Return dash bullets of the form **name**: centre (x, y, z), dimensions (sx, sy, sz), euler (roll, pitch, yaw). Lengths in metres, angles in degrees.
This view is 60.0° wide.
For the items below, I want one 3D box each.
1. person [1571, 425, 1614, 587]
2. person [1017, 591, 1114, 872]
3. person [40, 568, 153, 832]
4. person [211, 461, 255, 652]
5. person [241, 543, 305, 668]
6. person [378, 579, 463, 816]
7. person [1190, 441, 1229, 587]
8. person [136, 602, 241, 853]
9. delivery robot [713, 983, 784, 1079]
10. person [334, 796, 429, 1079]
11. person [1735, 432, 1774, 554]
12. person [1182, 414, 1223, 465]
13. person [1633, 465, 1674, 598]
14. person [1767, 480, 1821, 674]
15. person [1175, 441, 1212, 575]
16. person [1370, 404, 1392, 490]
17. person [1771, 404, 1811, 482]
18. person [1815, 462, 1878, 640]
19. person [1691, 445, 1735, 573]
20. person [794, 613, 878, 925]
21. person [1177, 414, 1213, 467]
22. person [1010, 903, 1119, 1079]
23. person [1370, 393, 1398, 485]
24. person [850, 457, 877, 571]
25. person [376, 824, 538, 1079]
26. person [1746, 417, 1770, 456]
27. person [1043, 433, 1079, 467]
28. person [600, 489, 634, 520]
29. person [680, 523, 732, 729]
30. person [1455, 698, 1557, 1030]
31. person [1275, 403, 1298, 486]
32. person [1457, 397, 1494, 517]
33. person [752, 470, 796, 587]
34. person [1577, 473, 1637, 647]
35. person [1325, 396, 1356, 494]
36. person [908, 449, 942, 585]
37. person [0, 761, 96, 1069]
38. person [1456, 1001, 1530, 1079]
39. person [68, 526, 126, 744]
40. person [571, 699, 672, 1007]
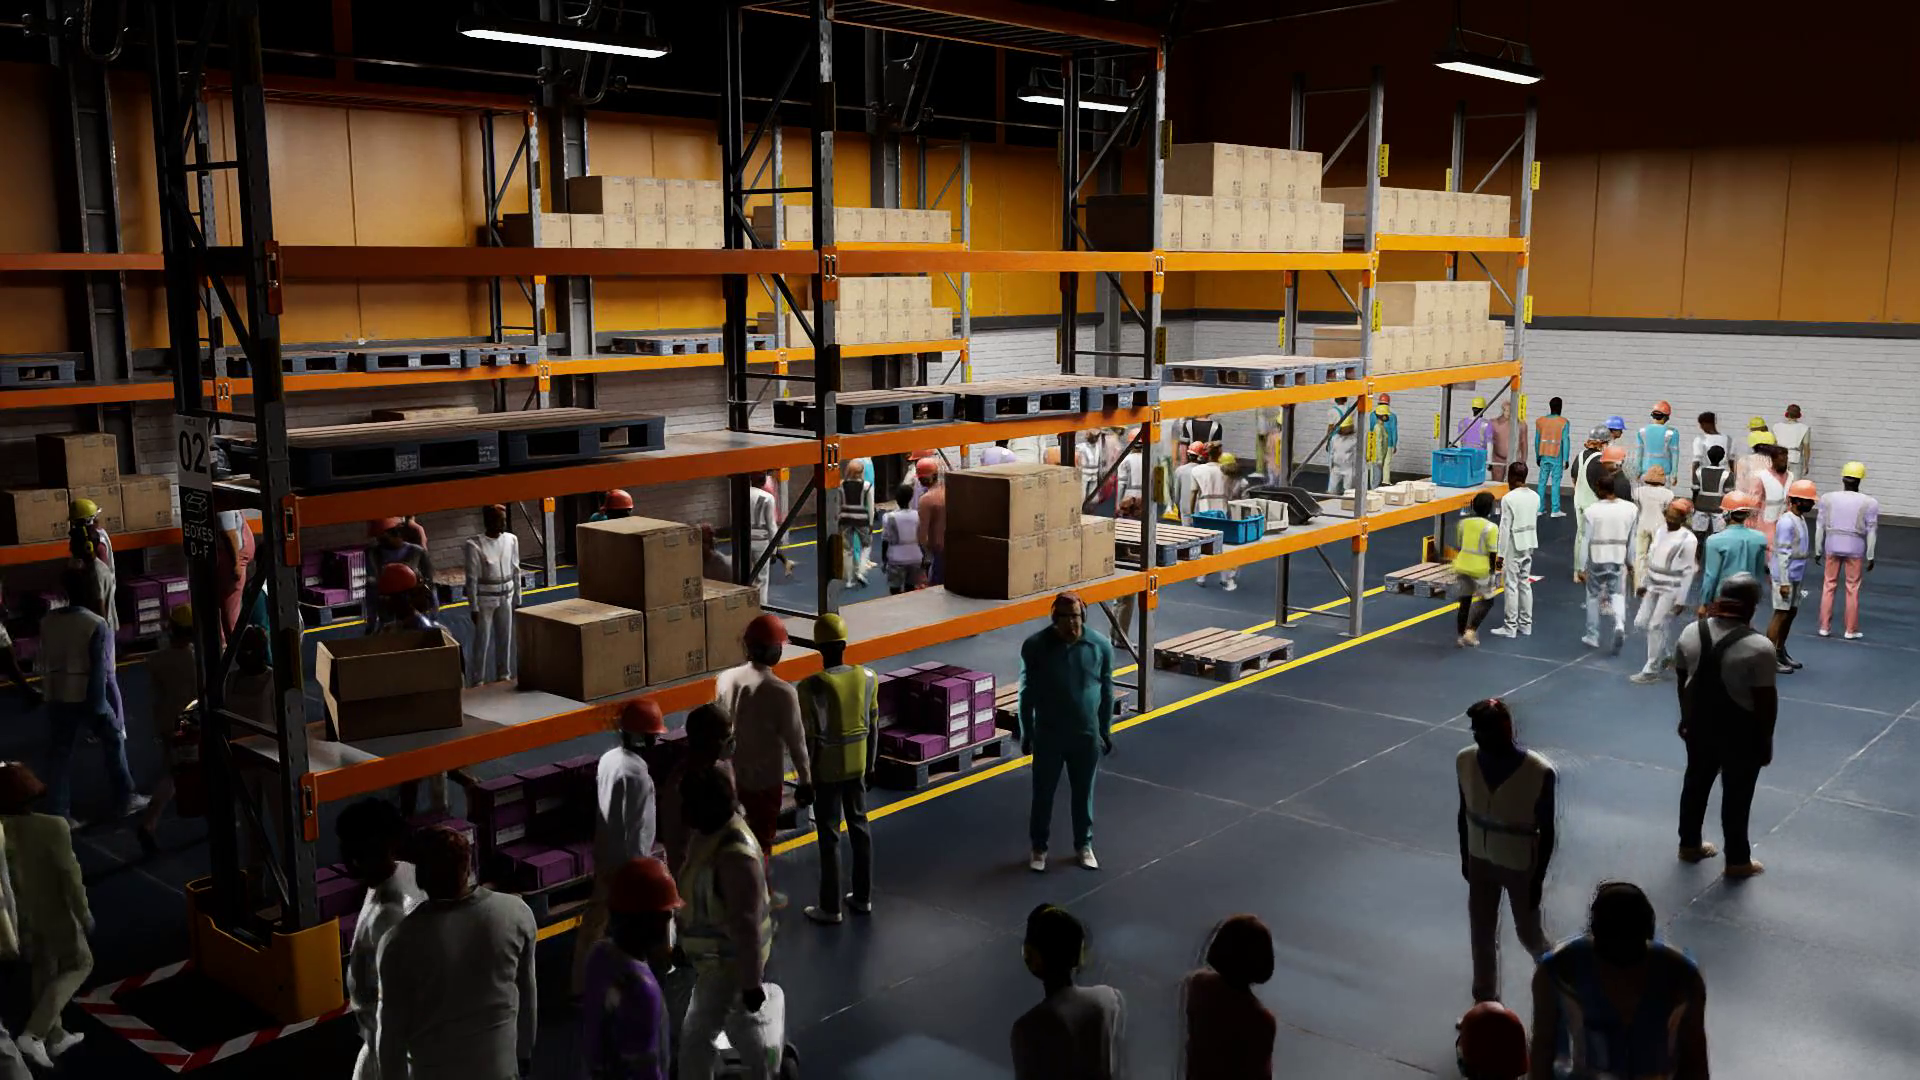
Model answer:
- **person**: centre (8.014, -0.436, 20.888), dimensions (0.537, 2.000, 0.679), euler (-3, 10, -15)
- **person**: centre (0.711, 1.271, 11.103), dimensions (0.651, 1.904, 0.403), euler (-1, 10, -5)
- **person**: centre (-6.302, 1.138, 12.012), dimensions (0.586, 1.870, 0.947), euler (2, 10, 13)
- **person**: centre (-7.554, 0.189, 17.156), dimensions (0.687, 2.000, 0.538), euler (8, 12, 40)
- **person**: centre (-5.504, 0.917, 13.408), dimensions (0.429, 1.844, 0.627), euler (-1, 10, -5)
- **person**: centre (-3.761, 1.198, 11.625), dimensions (0.617, 1.885, 0.373), euler (4, 10, 22)
- **person**: centre (3.151, -0.314, 20.789), dimensions (0.572, 1.836, 0.382), euler (-1, 10, -5)
- **person**: centre (-5.377, 1.288, 11.533), dimensions (0.532, 1.732, 0.777), euler (2, 10, 10)
- **delivery robot**: centre (-1.037, 2.401, 8.099), dimensions (0.477, 0.478, 0.707), euler (-1, 10, -4)
- **person**: centre (-2.367, 1.968, 6.824), dimensions (0.554, 1.939, 0.701), euler (-1, 10, -7)
- **person**: centre (10.261, -0.445, 21.388), dimensions (0.604, 1.883, 0.808), euler (3, 10, 19)
- **person**: centre (3.675, -1.161, 25.274), dimensions (0.615, 2.028, 0.409), euler (3, 10, 15)
- **person**: centre (8.346, -0.093, 20.052), dimensions (0.498, 1.633, 0.285), euler (8, 12, 38)
- **person**: centre (8.264, 0.356, 16.510), dimensions (0.387, 1.928, 0.552), euler (9, 13, 42)
- **person**: centre (3.054, -0.413, 21.593), dimensions (0.570, 1.755, 0.318), euler (8, 12, 40)
- **person**: centre (6.814, -1.315, 26.959), dimensions (0.308, 1.769, 0.525), euler (3, 10, 15)
- **person**: centre (12.982, -1.202, 26.029), dimensions (0.569, 1.849, 0.385), euler (8, 12, 40)
- **person**: centre (9.561, 0.112, 17.959), dimensions (0.594, 1.922, 0.386), euler (8, 12, 40)
- **person**: centre (9.777, -0.388, 21.615), dimensions (0.539, 1.700, 0.317), euler (8, 12, 40)
- **person**: centre (-0.771, 1.404, 10.252), dimensions (0.589, 1.924, 0.384), euler (-7, 12, -38)
- **person**: centre (4.491, -1.999, 31.303), dimensions (0.656, 1.673, 0.541), euler (4, 10, 23)
- **person**: centre (0.354, 2.192, 5.915), dimensions (0.507, 1.805, 1.016), euler (-6, 11, -31)
- **person**: centre (7.475, -1.718, 29.384), dimensions (0.570, 1.755, 0.318), euler (8, 12, 40)
- **person**: centre (-1.280, -0.515, 21.942), dimensions (0.339, 1.845, 0.507), euler (3, 10, 16)
- **person**: centre (-1.973, 2.042, 6.537), dimensions (0.641, 1.901, 0.401), euler (-7, 12, -36)
- **person**: centre (12.088, -1.011, 25.256), dimensions (0.504, 1.723, 0.321), euler (-6, 11, -34)
- **person**: centre (1.376, -0.617, 22.309), dimensions (0.592, 1.926, 0.366), euler (8, 12, 40)
- **person**: centre (-3.183, 0.485, 15.693), dimensions (0.359, 1.939, 0.542), euler (-3, 10, -17)
- **person**: centre (-2.183, 0.790, 14.004), dimensions (0.660, 1.890, 0.493), euler (1, 10, 9)
- **person**: centre (2.928, 1.697, 8.833), dimensions (0.644, 1.816, 0.579), euler (-9, 13, -44)
- **person**: centre (5.414, -1.523, 27.686), dimensions (0.448, 1.945, 0.788), euler (3, 10, 19)
- **person**: centre (8.203, -1.314, 26.465), dimensions (0.592, 1.926, 0.366), euler (8, 12, 40)
- **person**: centre (-2.408, -0.253, 20.839), dimensions (0.594, 1.680, 0.548), euler (0, 10, -2)
- **person**: centre (6.780, 0.220, 17.446), dimensions (0.628, 1.881, 0.646), euler (0, 10, 0)
- **person**: centre (6.630, -1.701, 29.025), dimensions (0.506, 1.846, 0.344), euler (-2, 10, -11)
- **person**: centre (-0.384, -0.098, 18.876), dimensions (0.395, 2.039, 0.607), euler (-1, 10, -8)
- **person**: centre (-4.624, 1.877, 8.349), dimensions (0.531, 1.609, 0.511), euler (2, 10, 11)
- **person**: centre (1.673, 2.310, 5.346), dimensions (0.565, 1.752, 0.338), euler (-1, 10, -5)
- **person**: centre (-7.309, 0.796, 14.089), dimensions (0.328, 1.861, 0.501), euler (-6, 11, -34)
- **person**: centre (-1.767, 1.695, 9.148), dimensions (0.892, 1.693, 0.632), euler (-6, 11, -34)
